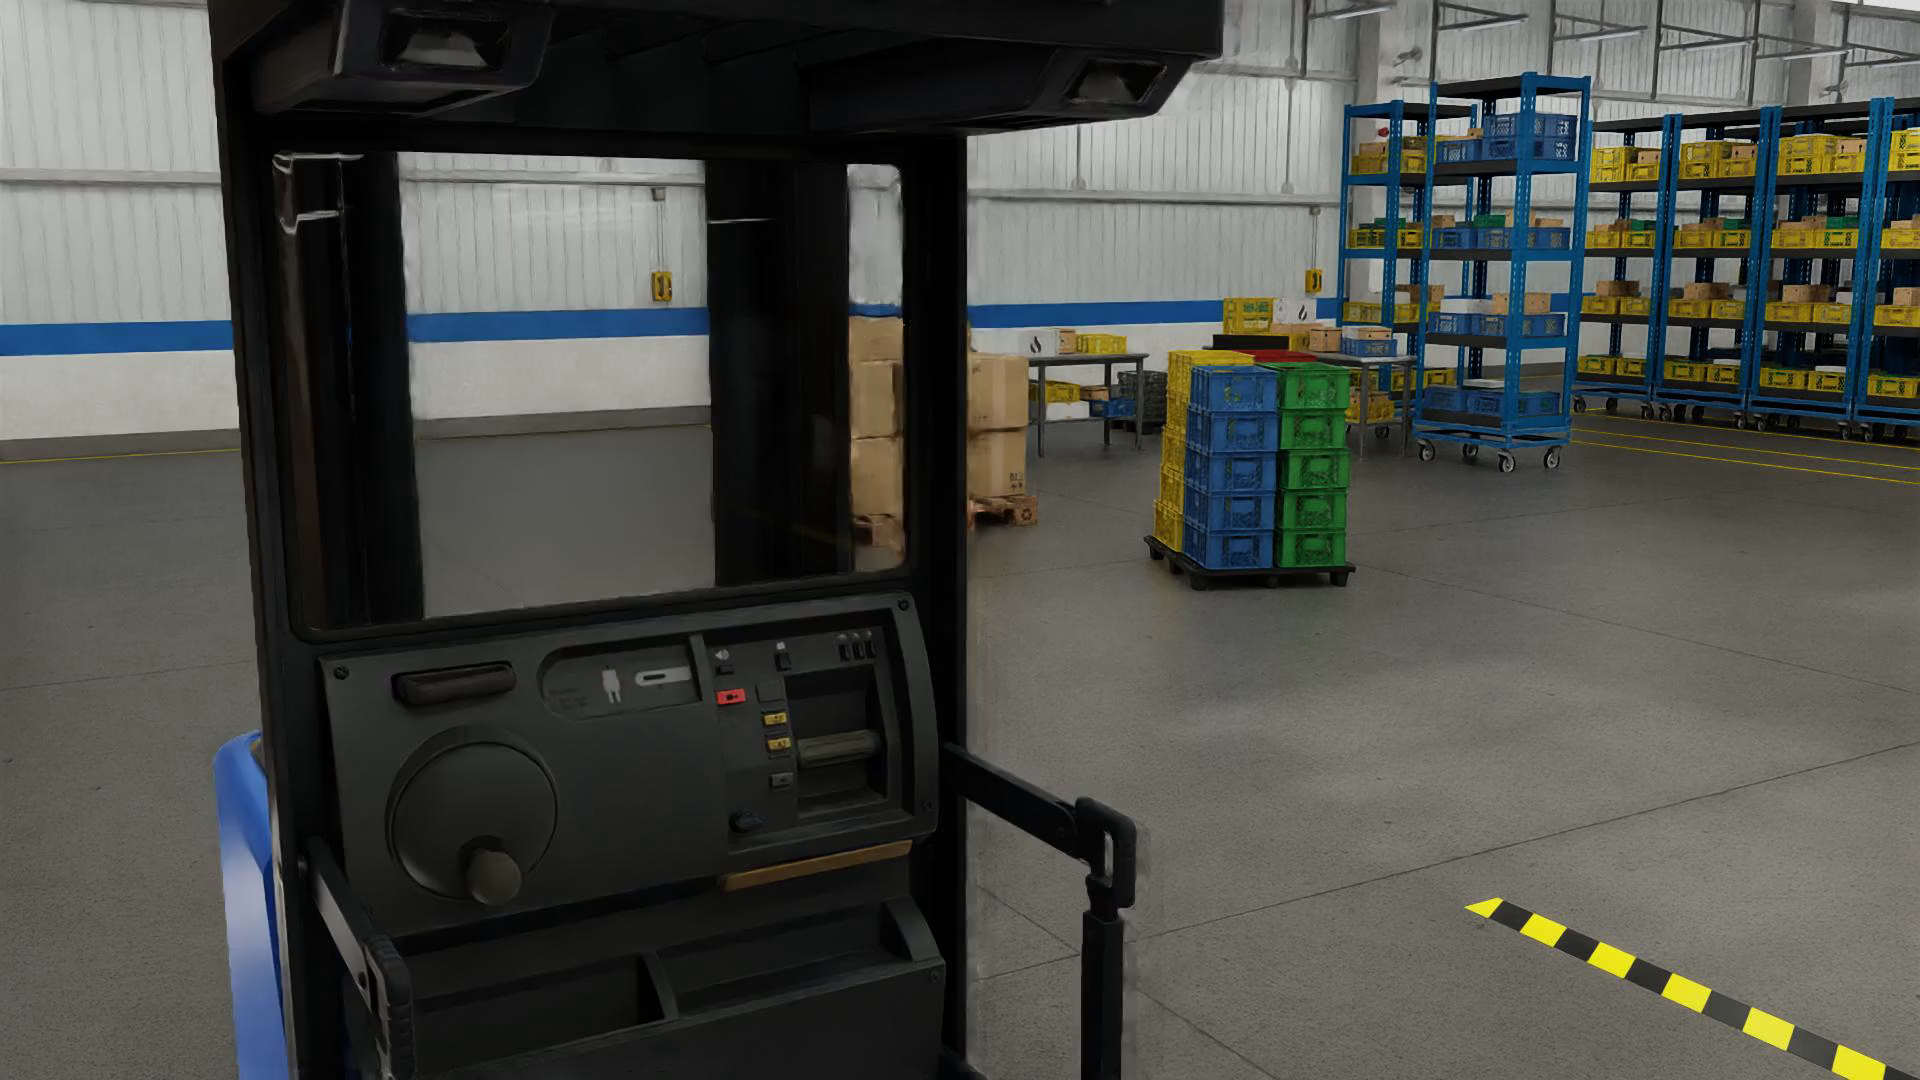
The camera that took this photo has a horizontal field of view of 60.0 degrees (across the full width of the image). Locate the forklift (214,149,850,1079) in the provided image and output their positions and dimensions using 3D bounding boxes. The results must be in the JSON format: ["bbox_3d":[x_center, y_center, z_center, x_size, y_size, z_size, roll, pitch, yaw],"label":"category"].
[{"bbox_3d":[-0.645,0.150,2.821,1.129,2.768,1.873,-6,12,-30],"label":"forklift"}]
